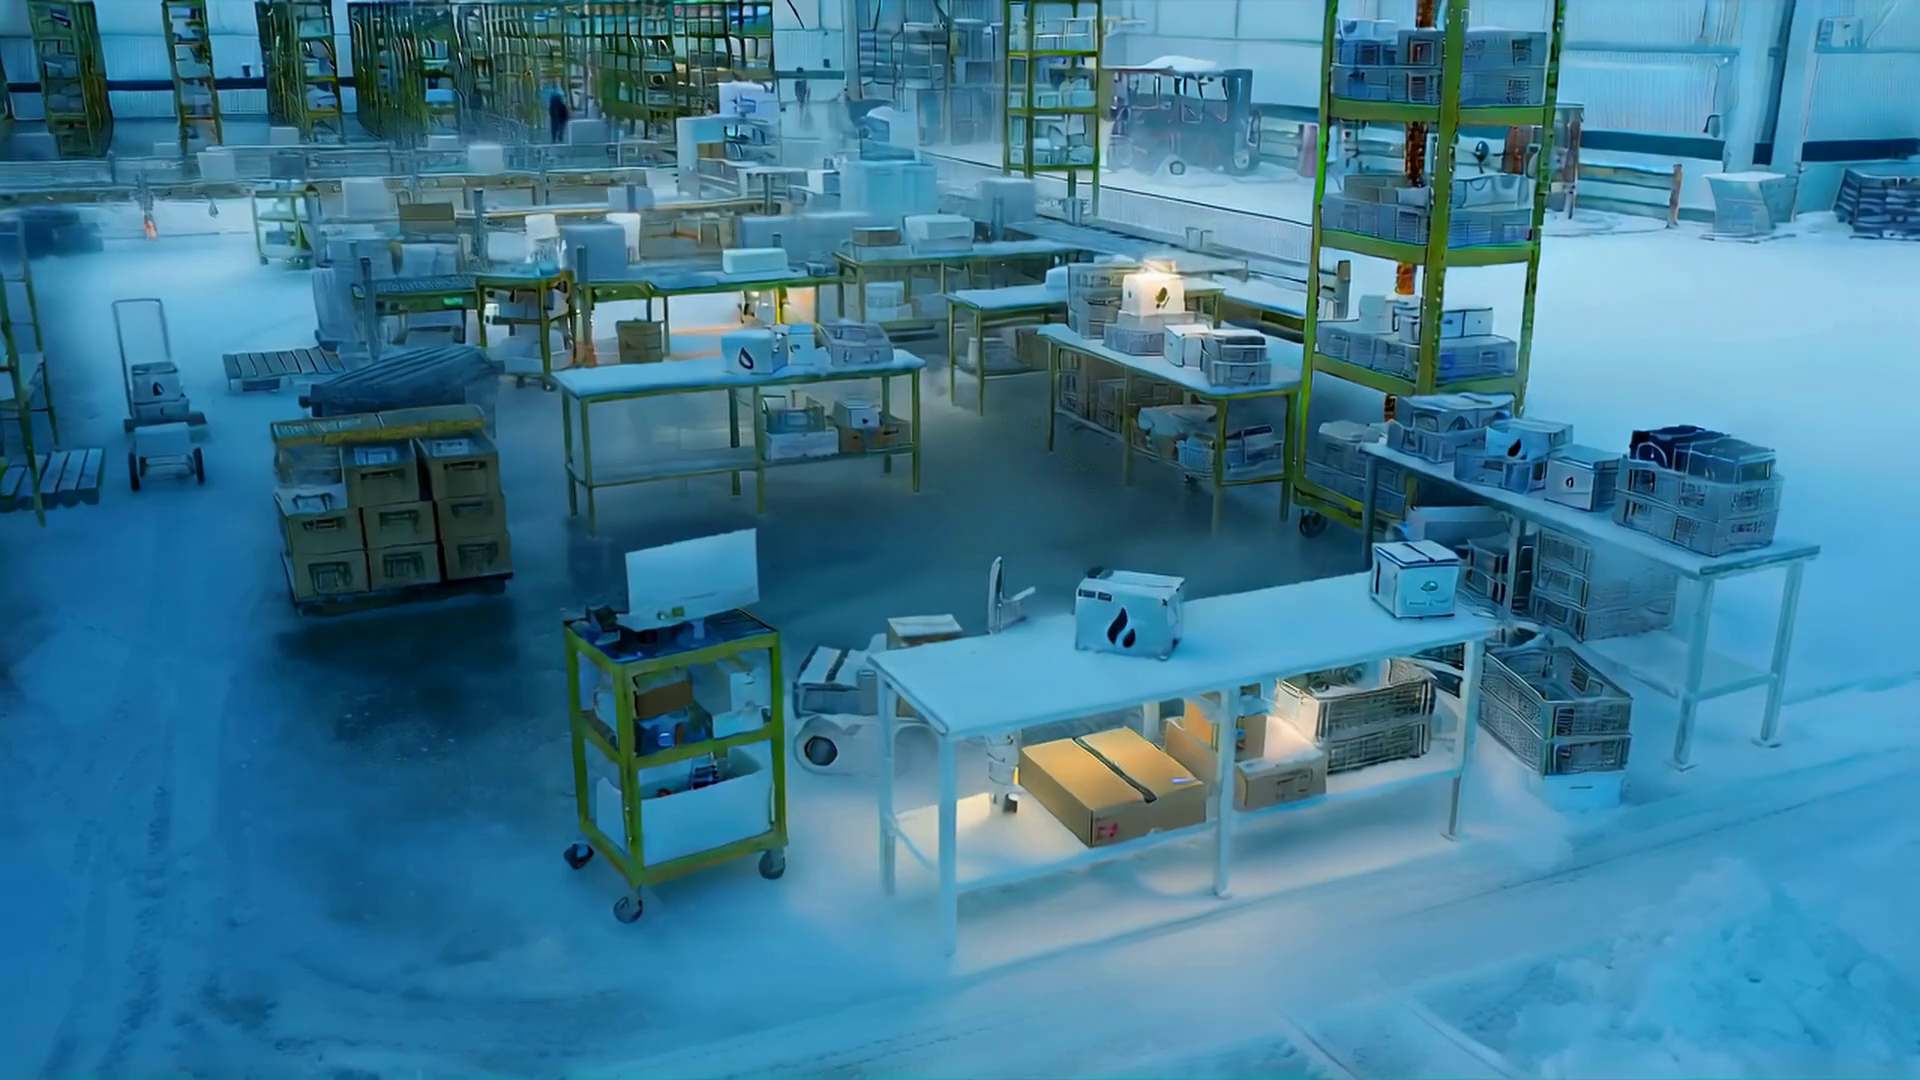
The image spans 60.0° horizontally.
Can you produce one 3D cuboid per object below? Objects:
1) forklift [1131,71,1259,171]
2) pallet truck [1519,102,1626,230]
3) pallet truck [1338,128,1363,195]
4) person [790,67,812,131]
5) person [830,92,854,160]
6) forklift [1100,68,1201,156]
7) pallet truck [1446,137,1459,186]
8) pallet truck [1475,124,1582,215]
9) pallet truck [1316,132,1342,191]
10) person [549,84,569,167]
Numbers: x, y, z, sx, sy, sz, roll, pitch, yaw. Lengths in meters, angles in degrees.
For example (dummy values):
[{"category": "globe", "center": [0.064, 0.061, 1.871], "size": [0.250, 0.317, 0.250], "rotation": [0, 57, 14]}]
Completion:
[{"category": "forklift", "center": [4.998, -8.936, 35.413], "size": [2.680, 1.987, 1.157], "rotation": [-9, 20, -25]}, {"category": "pallet truck", "center": [9.972, -6.037, 26.785], "size": [1.885, 1.965, 0.823], "rotation": [-9, 20, -25]}, {"category": "pallet truck", "center": [7.845, -7.140, 31.411], "size": [1.522, 1.261, 0.704], "rotation": [-9, 20, -25]}, {"category": "person", "center": [-4.714, -12.942, 48.854], "size": [0.946, 1.801, 0.576], "rotation": [-16, 24, -42]}, {"category": "person", "center": [-2.473, -8.382, 34.507], "size": [0.892, 1.800, 0.606], "rotation": [4, 18, 12]}, {"category": "forklift", "center": [4.082, -9.564, 37.410], "size": [2.680, 1.987, 1.157], "rotation": [-8, 19, -23]}, {"category": "pallet truck", "center": [9.184, -6.485, 29.328], "size": [1.630, 1.274, 0.653], "rotation": [-8, 19, -23]}, {"category": "pallet truck", "center": [9.707, -6.455, 28.103], "size": [1.885, 1.965, 0.823], "rotation": [-7, 19, -20]}, {"category": "pallet truck", "center": [7.723, -7.504, 32.656], "size": [1.601, 1.201, 0.680], "rotation": [-8, 19, -23]}, {"category": "person", "center": [-8.528, -8.752, 35.487], "size": [0.409, 1.909, 0.639], "rotation": [-3, 18, -10]}]
